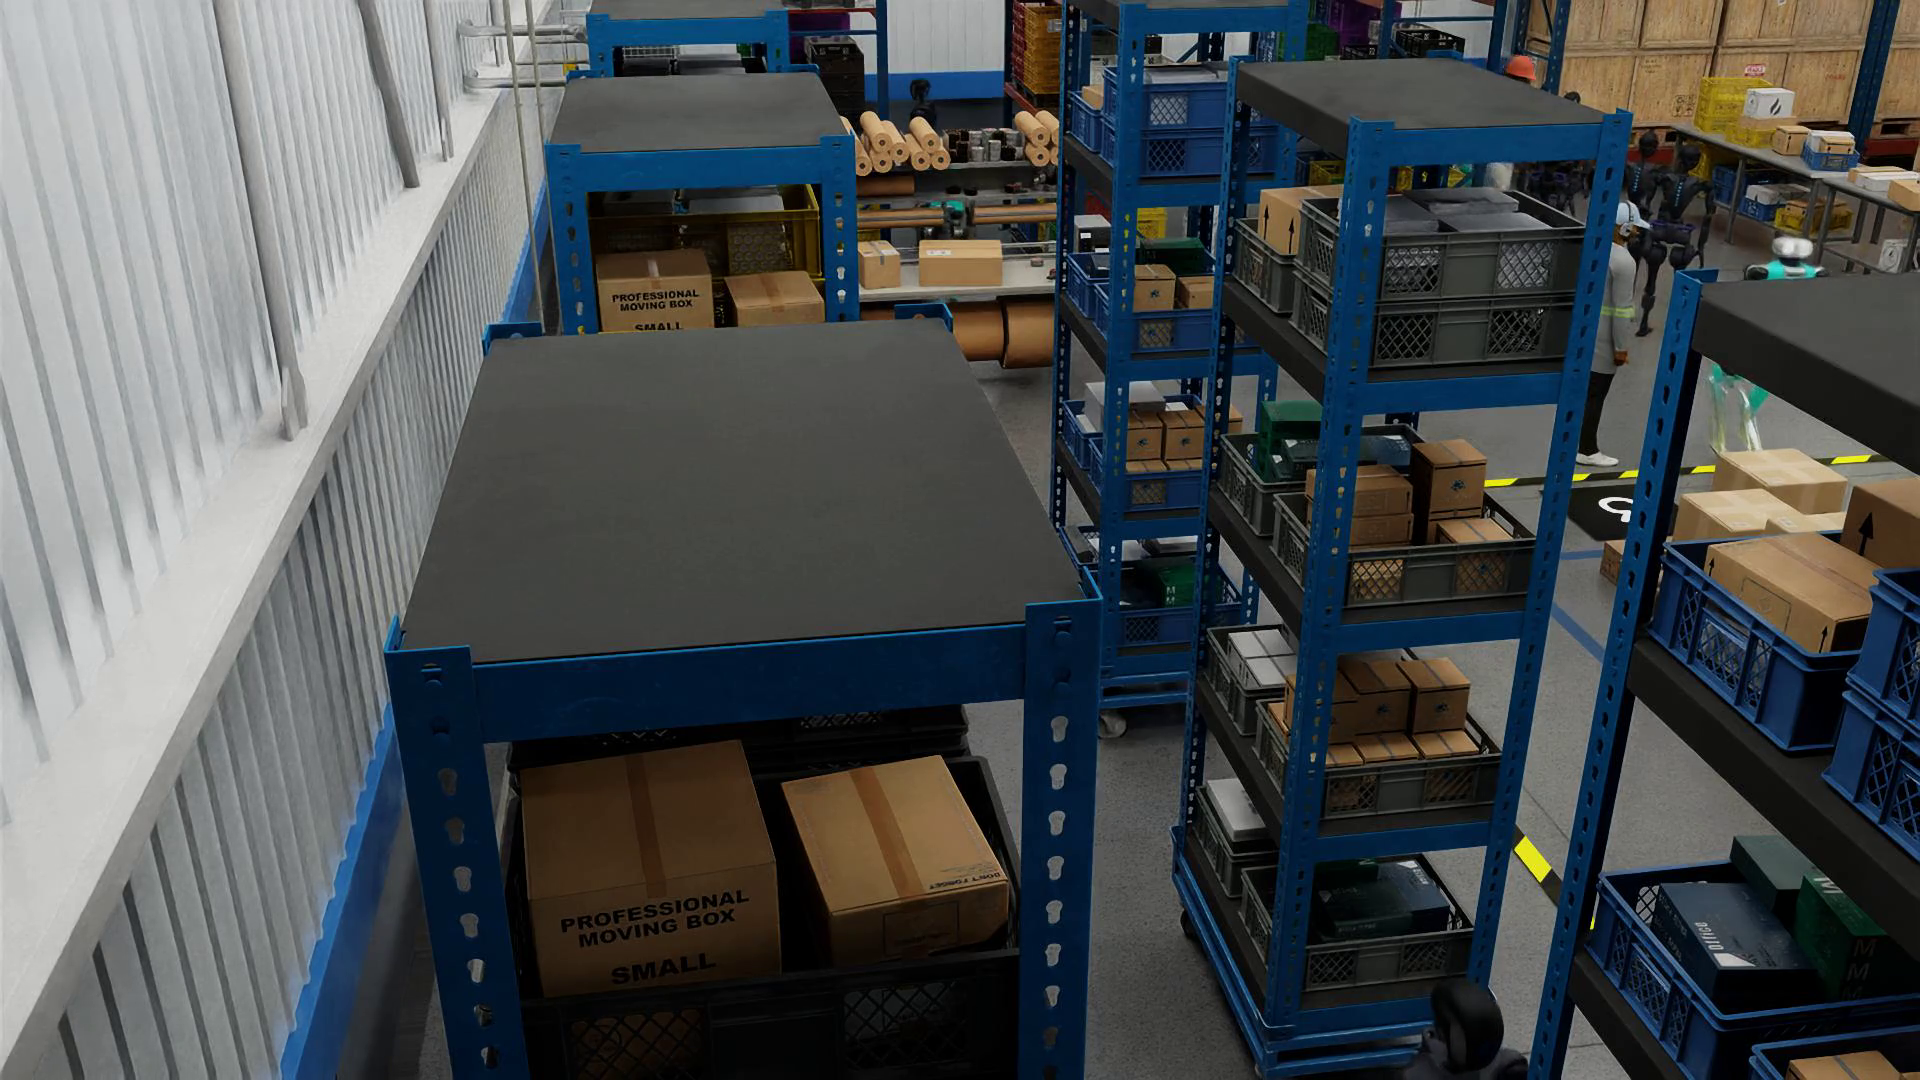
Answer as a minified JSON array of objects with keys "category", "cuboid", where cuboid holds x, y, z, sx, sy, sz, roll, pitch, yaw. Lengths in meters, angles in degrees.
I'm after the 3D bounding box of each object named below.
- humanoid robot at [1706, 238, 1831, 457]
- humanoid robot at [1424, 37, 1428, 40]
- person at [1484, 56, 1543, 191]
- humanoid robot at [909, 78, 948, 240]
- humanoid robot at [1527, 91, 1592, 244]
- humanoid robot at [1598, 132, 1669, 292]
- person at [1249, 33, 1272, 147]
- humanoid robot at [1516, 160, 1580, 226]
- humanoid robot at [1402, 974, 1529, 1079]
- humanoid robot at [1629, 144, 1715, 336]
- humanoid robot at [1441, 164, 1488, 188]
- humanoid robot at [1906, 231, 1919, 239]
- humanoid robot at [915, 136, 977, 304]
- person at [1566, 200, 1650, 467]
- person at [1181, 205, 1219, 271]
[{"category":"humanoid robot","cuboid":[5.369,-1.240,11.244,0.546,1.725,1.028,1,25,2]},{"category":"humanoid robot","cuboid":[4.977,-4.935,19.359,0.818,1.835,0.553,13,28,25]},{"category":"person","cuboid":[5.315,-3.717,16.292,0.621,2.008,0.674,-22,33,-39]},{"category":"humanoid robot","cuboid":[-0.326,-3.916,17.124,0.376,1.632,0.585,3,25,7]},{"category":"humanoid robot","cuboid":[5.996,-3.652,16.577,0.614,1.637,0.581,15,29,29]},{"category":"humanoid robot","cuboid":[5.843,-2.732,14.572,0.590,1.638,0.444,13,28,26]},{"category":"person","cuboid":[3.456,-5.083,19.414,0.345,1.882,0.583,10,26,20]},{"category":"humanoid robot","cuboid":[5.610,-3.329,15.940,0.589,1.619,0.791,6,25,13]},{"category":"humanoid robot","cuboid":[1.278,1.867,4.537,0.599,1.657,0.315,-11,27,-22]},{"category":"humanoid robot","cuboid":[6.021,-2.531,14.111,0.608,1.653,0.330,13,28,26]},{"category":"humanoid robot","cuboid":[5.076,-3.606,16.433,0.569,1.796,0.956,-9,26,-20]},{"category":"humanoid robot","cuboid":[9.601,-3.475,16.112,0.539,1.772,0.944,-5,25,-12]},{"category":"humanoid robot","cuboid":[-0.171,-2.374,13.769,0.531,1.784,1.014,4,25,9]},{"category":"person","cuboid":[4.459,-1.427,11.507,0.392,1.851,0.587,-5,25,-10]},{"category":"person","cuboid":[2.357,-3.408,15.840,0.431,1.835,0.622,-13,28,-26]}]
